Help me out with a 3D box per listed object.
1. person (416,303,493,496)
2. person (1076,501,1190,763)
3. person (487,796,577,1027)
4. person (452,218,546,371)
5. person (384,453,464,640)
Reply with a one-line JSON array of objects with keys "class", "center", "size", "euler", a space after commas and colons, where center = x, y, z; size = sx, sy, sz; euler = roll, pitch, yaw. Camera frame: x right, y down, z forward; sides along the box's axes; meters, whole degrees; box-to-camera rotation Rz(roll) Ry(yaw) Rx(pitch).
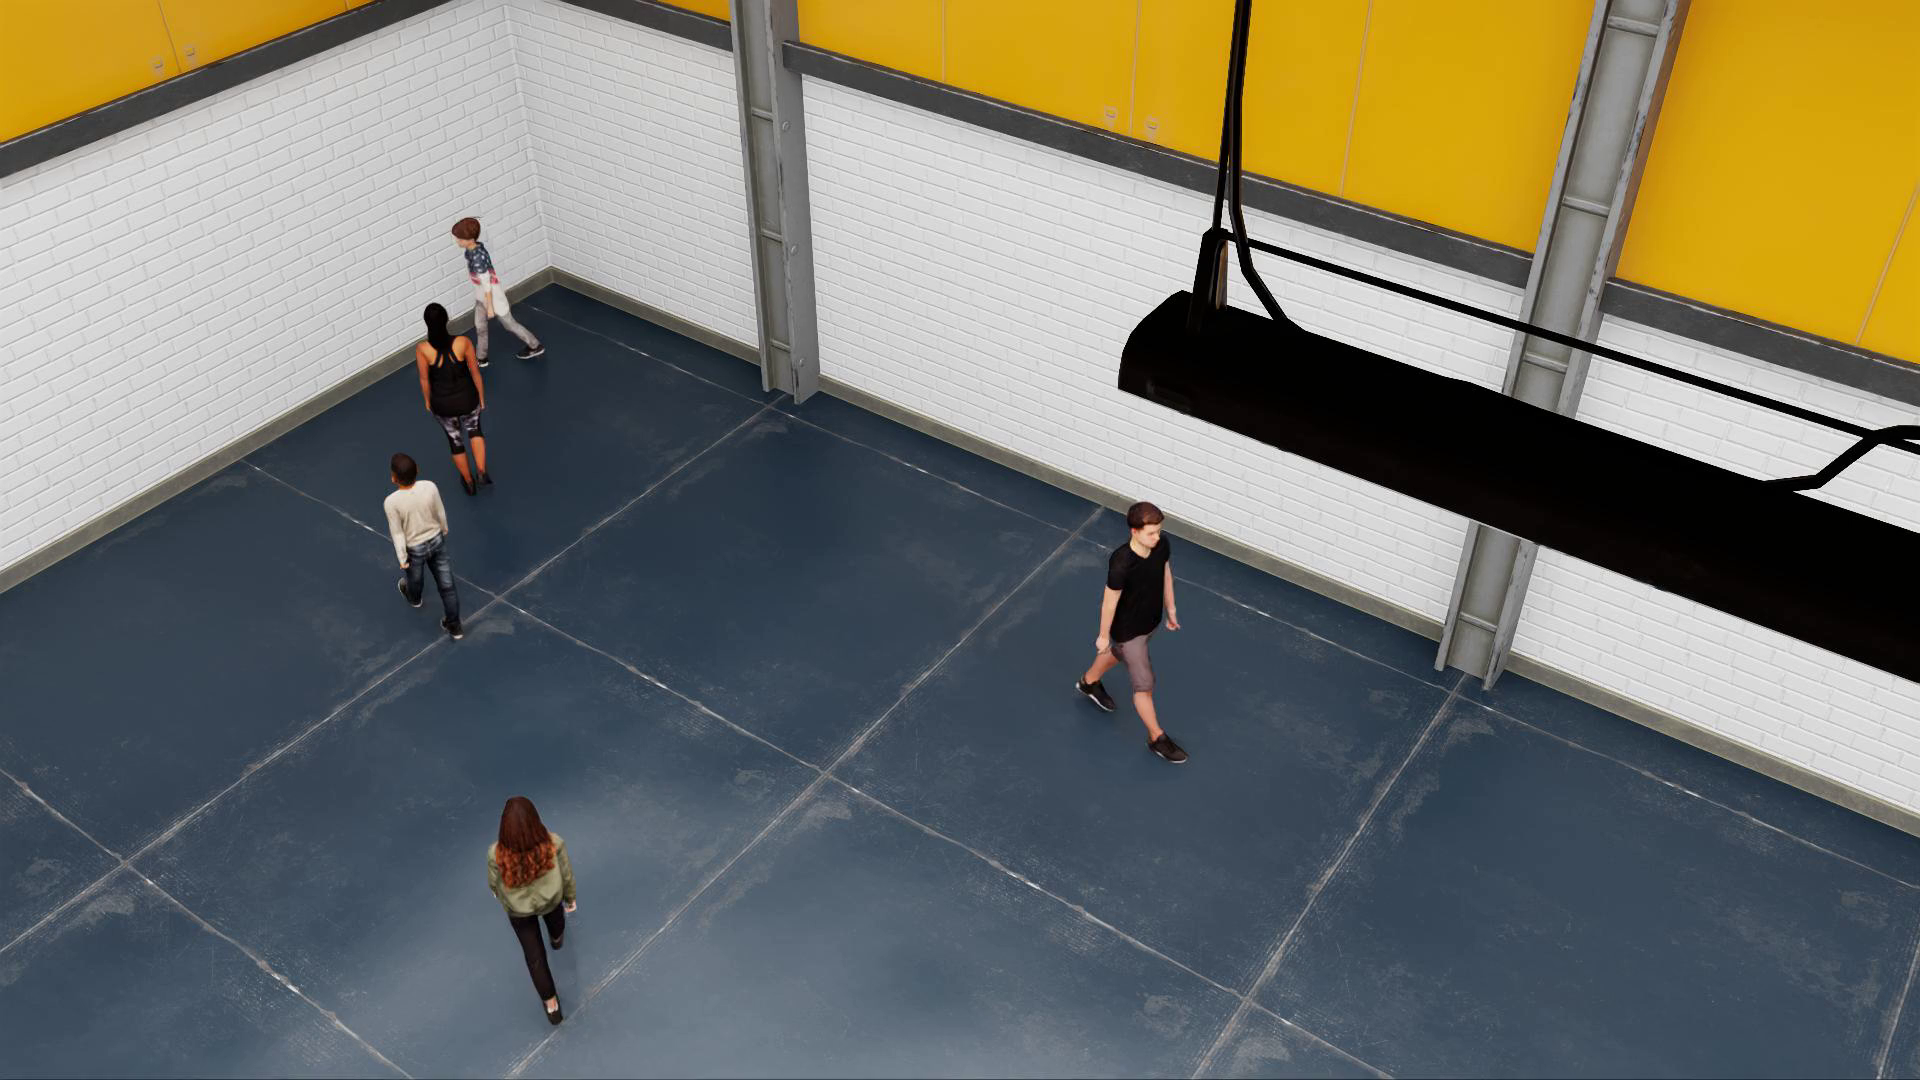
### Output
[{"class": "person", "center": [-3.761, -1.007, 12.413], "size": [0.726, 1.651, 0.777], "euler": [-15, 41, -18]}, {"class": "person", "center": [1.030, 0.475, 10.421], "size": [1.230, 1.819, 0.801], "euler": [31, 48, 33]}, {"class": "person", "center": [-2.257, 1.976, 8.845], "size": [0.937, 1.441, 1.066], "euler": [-12, 40, -14]}, {"class": "person", "center": [-3.879, -2.075, 13.950], "size": [0.863, 1.401, 0.947], "euler": [-17, 42, -20]}, {"class": "person", "center": [-3.588, 0.078, 11.222], "size": [0.756, 1.441, 0.997], "euler": [-25, 45, -28]}]
